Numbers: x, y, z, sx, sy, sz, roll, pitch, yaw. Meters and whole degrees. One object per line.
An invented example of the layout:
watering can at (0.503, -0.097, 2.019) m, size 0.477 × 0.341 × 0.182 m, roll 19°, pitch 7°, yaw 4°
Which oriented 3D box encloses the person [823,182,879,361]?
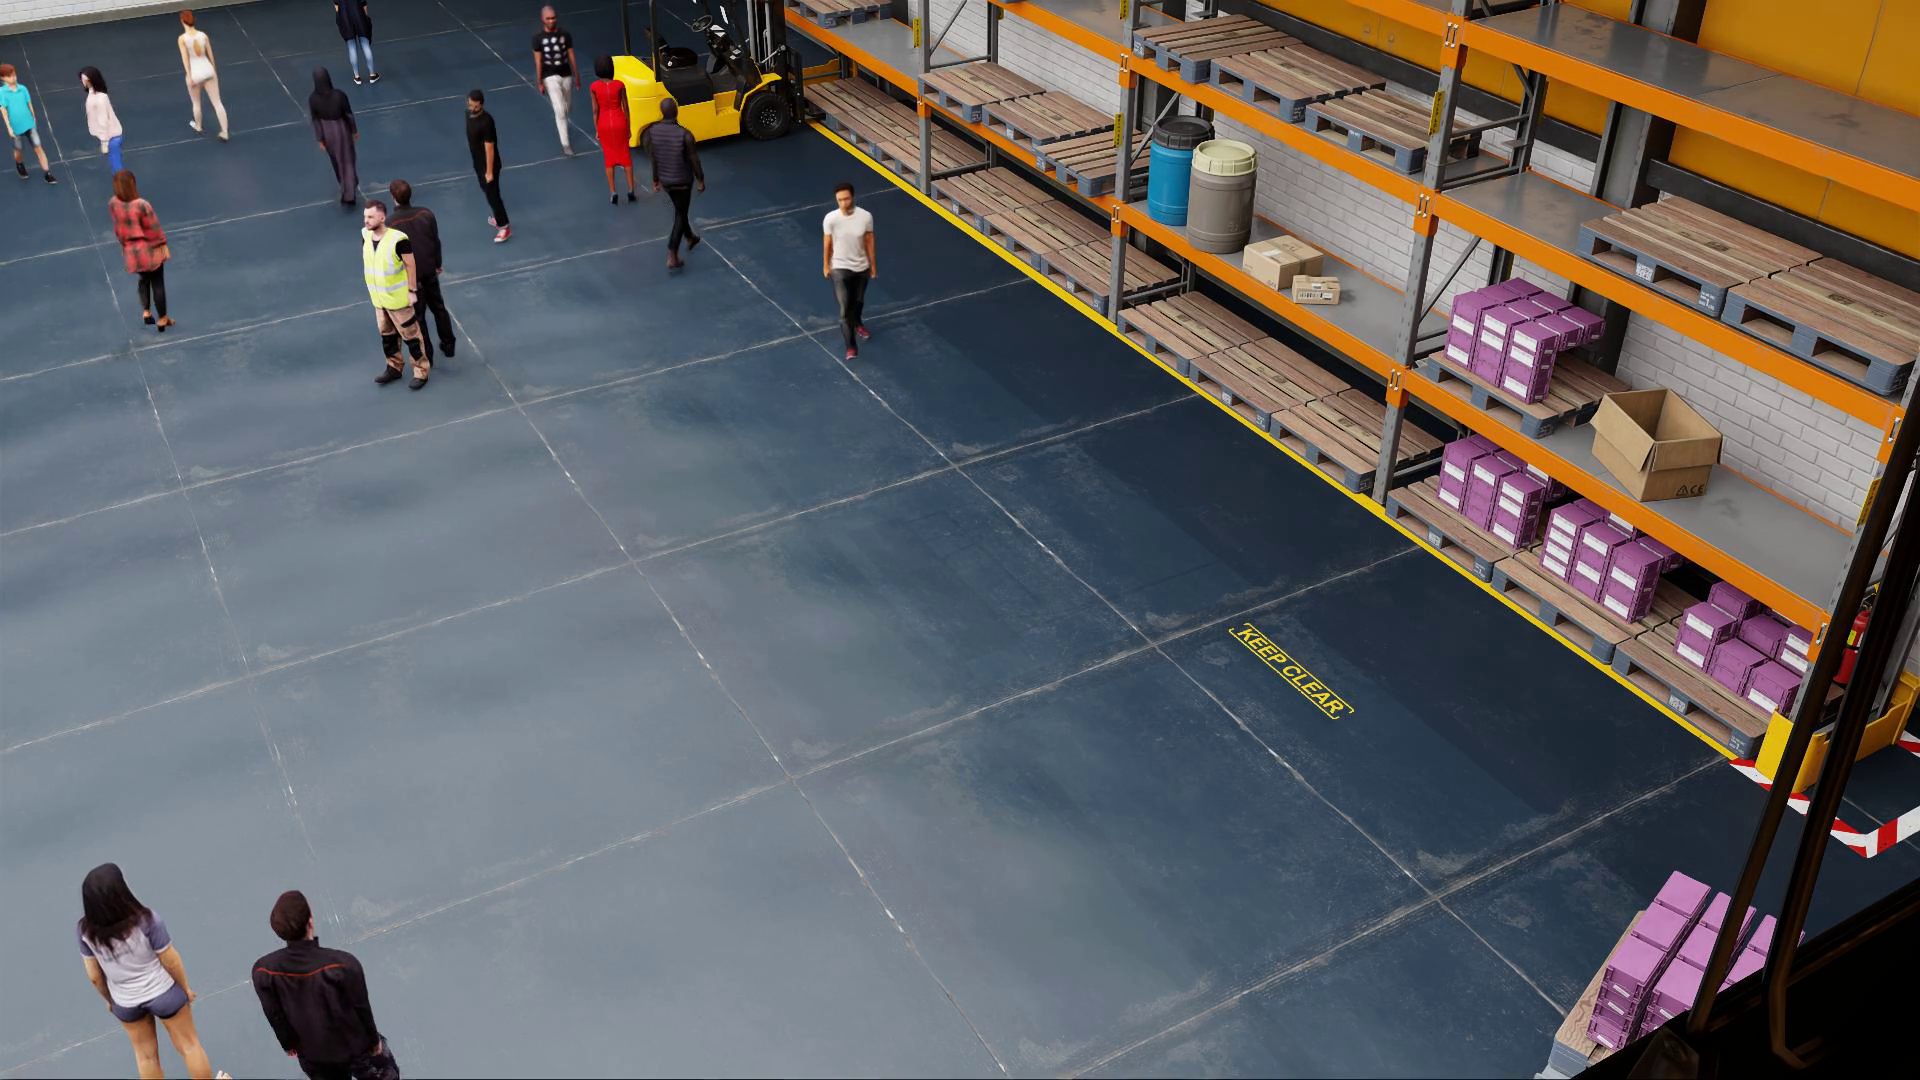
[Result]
person at (-1.065, -2.668, 16.122) m, size 0.840 × 1.748 × 1.213 m, roll -12°, pitch 35°, yaw -17°

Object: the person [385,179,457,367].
person at (-5.178, -2.552, 15.865) m, size 0.686 × 1.838 × 0.785 m, roll 27°, pitch 42°, yaw 35°

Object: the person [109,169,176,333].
person at (-8.091, -2.805, 16.375) m, size 0.755 × 1.695 × 0.801 m, roll 5°, pitch 34°, yaw 7°

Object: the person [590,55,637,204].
person at (-4.011, -4.737, 19.235) m, size 0.635 × 1.747 × 0.615 m, roll -5°, pitch 34°, yaw -7°

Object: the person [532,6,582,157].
person at (-5.030, -5.771, 20.765) m, size 0.712 × 1.775 × 1.166 m, roll -15°, pitch 37°, yaw -22°

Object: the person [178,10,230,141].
person at (-9.541, -5.840, 21.013) m, size 0.697 × 1.616 × 0.973 m, roll -28°, pitch 43°, yaw -36°

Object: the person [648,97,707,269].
person at (-3.051, -3.771, 17.741) m, size 1.205 × 1.792 × 1.200 m, roll 13°, pitch 36°, yaw 19°

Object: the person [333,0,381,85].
person at (-8.358, -7.149, 22.924) m, size 0.691 × 1.680 × 0.654 m, roll -8°, pitch 34°, yaw -11°

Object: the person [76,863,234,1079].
person at (-4.205, 2.339, 8.602) m, size 0.645 × 1.733 × 0.617 m, roll -6°, pitch 34°, yaw -8°

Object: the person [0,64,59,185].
person at (-11.267, -4.980, 19.891) m, size 0.695 × 1.426 × 1.006 m, roll -28°, pitch 43°, yaw -36°

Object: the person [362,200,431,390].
person at (-5.295, -2.301, 15.480) m, size 0.849 × 1.847 × 0.916 m, roll 12°, pitch 35°, yaw 17°

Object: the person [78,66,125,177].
person at (-9.721, -4.589, 19.008) m, size 0.790 × 1.752 × 0.555 m, roll -5°, pitch 34°, yaw -7°

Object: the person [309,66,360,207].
person at (-7.223, -4.664, 19.252) m, size 0.930 × 1.606 × 1.193 m, roll -2°, pitch 34°, yaw -3°

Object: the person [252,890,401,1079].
person at (-3.081, 2.528, 8.170) m, size 0.925 × 1.896 × 1.026 m, roll 1°, pitch 34°, yaw 1°

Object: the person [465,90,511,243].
person at (-5.231, -4.188, 18.424) m, size 0.905 × 1.731 × 0.511 m, roll -14°, pitch 36°, yaw -20°
